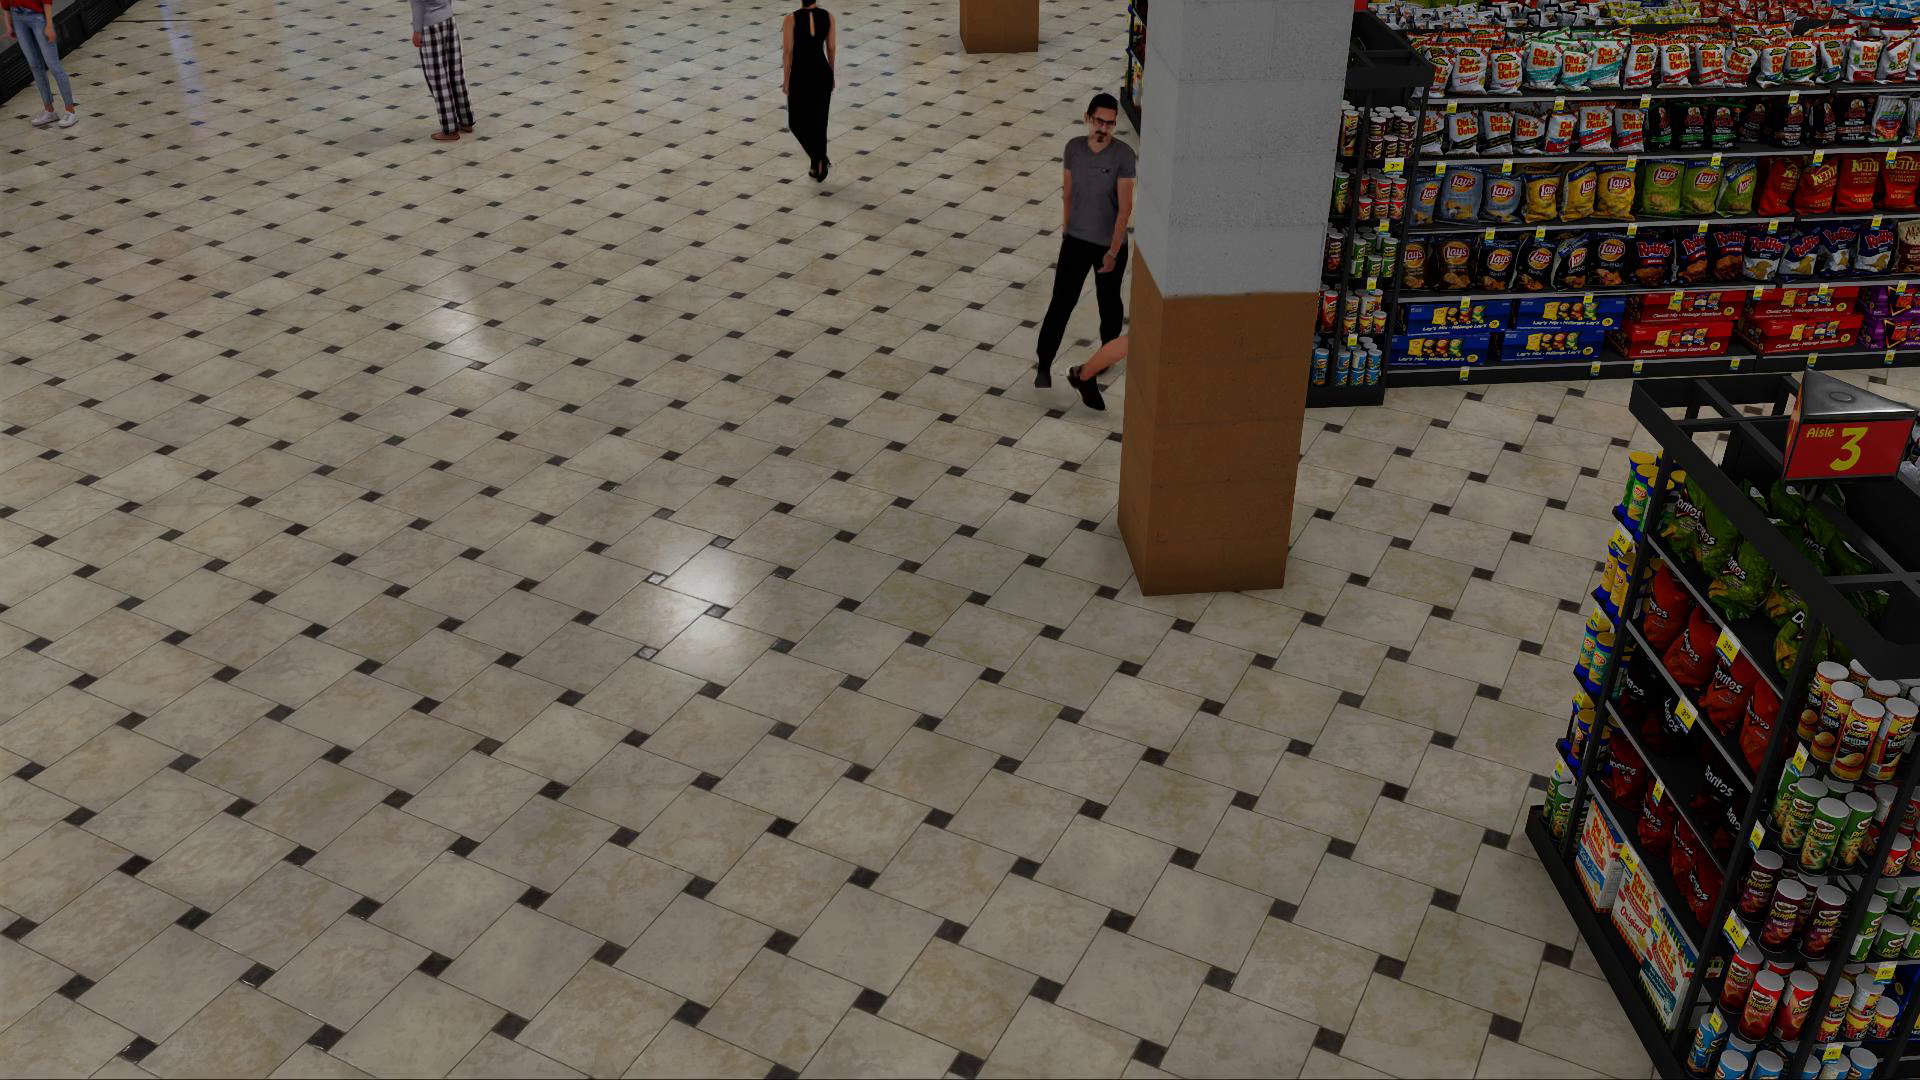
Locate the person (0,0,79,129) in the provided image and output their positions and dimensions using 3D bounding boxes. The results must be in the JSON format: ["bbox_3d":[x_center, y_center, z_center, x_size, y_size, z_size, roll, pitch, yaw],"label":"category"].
[{"bbox_3d":[-7.668,-4.282,13.744,0.556,1.704,0.734,7,33,11],"label":"person"}]

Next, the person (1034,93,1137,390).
[{"bbox_3d":[0.824,-1.747,9.652,1.070,1.723,0.986,14,35,22],"label":"person"}]

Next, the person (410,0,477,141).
[{"bbox_3d":[-4.240,-4.178,13.442,0.690,1.847,0.708,12,34,18],"label":"person"}]

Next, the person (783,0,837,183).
[{"bbox_3d":[-1.096,-3.409,12.451,0.815,1.590,0.824,-17,36,-25],"label":"person"}]
